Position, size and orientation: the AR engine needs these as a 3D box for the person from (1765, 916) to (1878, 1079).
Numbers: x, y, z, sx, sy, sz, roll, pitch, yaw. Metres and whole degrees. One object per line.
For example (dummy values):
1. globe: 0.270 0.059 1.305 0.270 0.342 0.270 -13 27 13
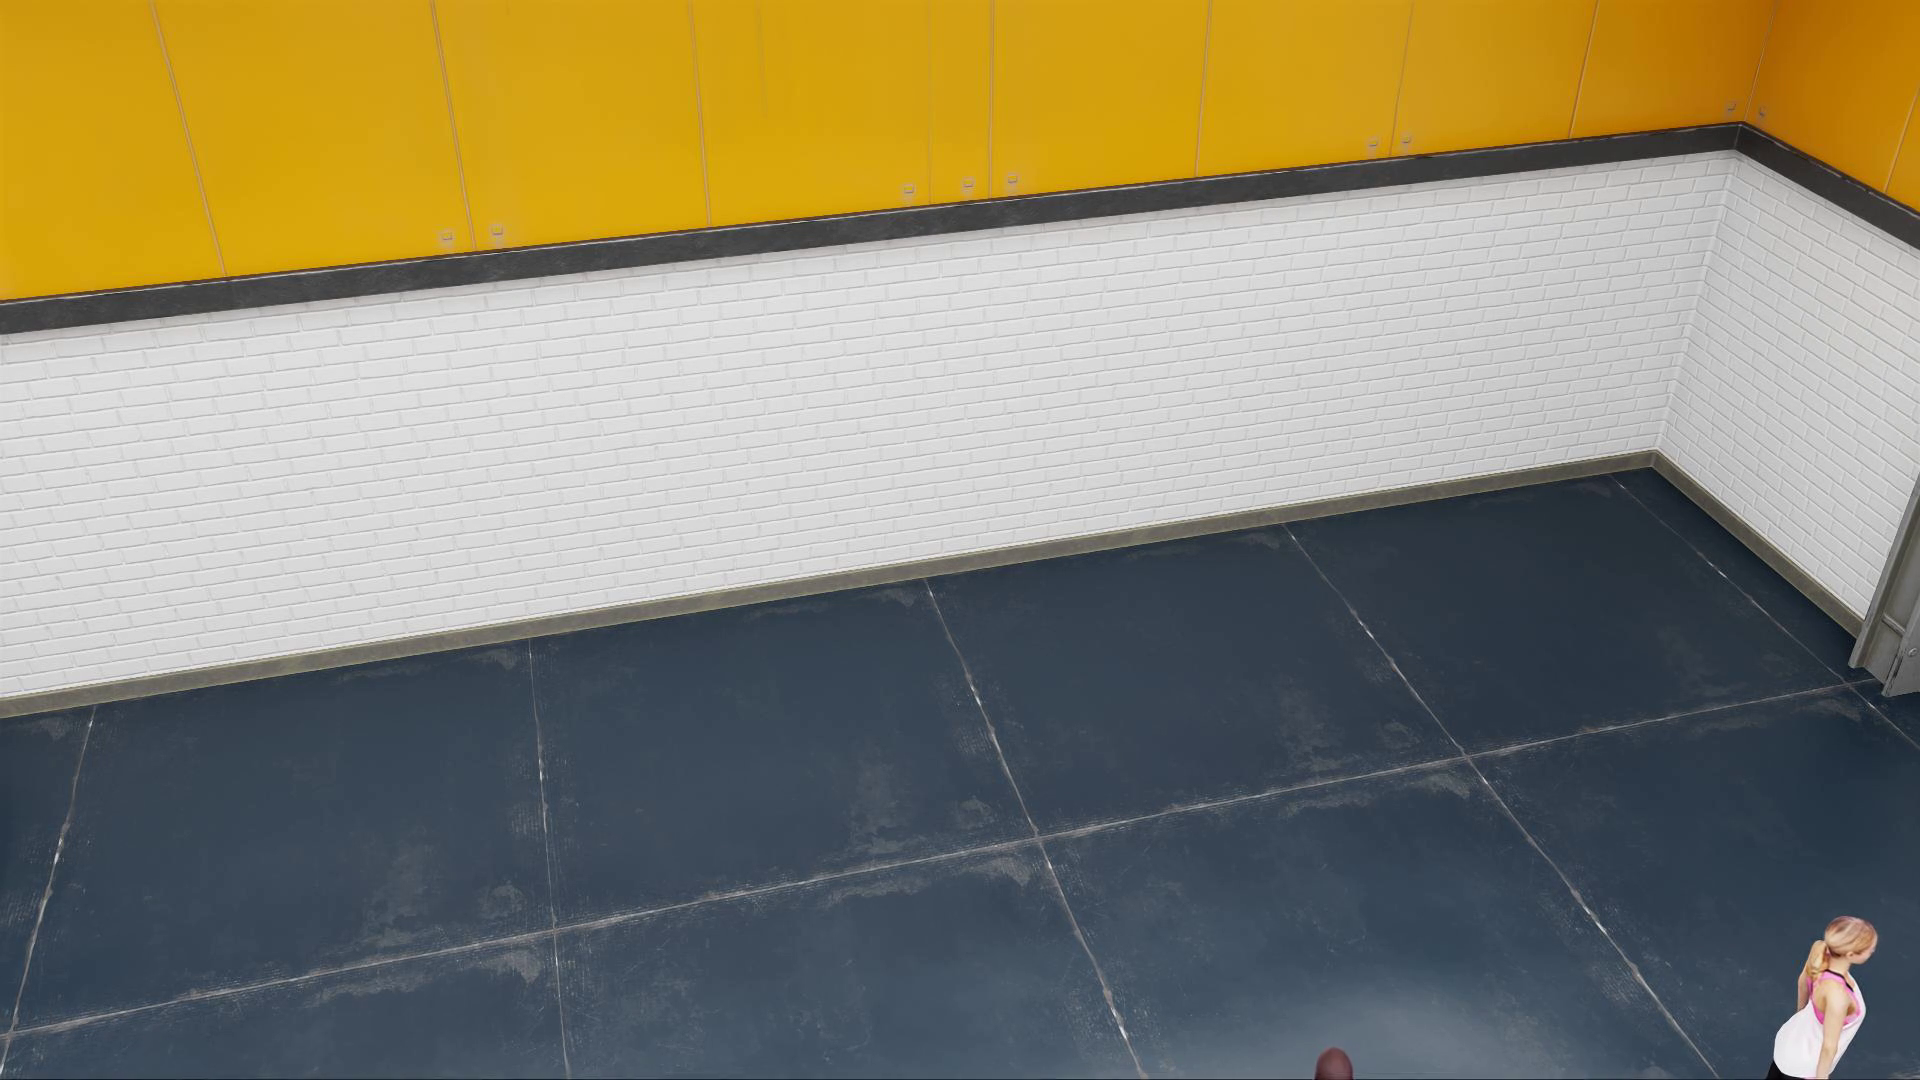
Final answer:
1. person: 4.035 2.469 7.983 0.738 1.789 0.606 6 34 9
